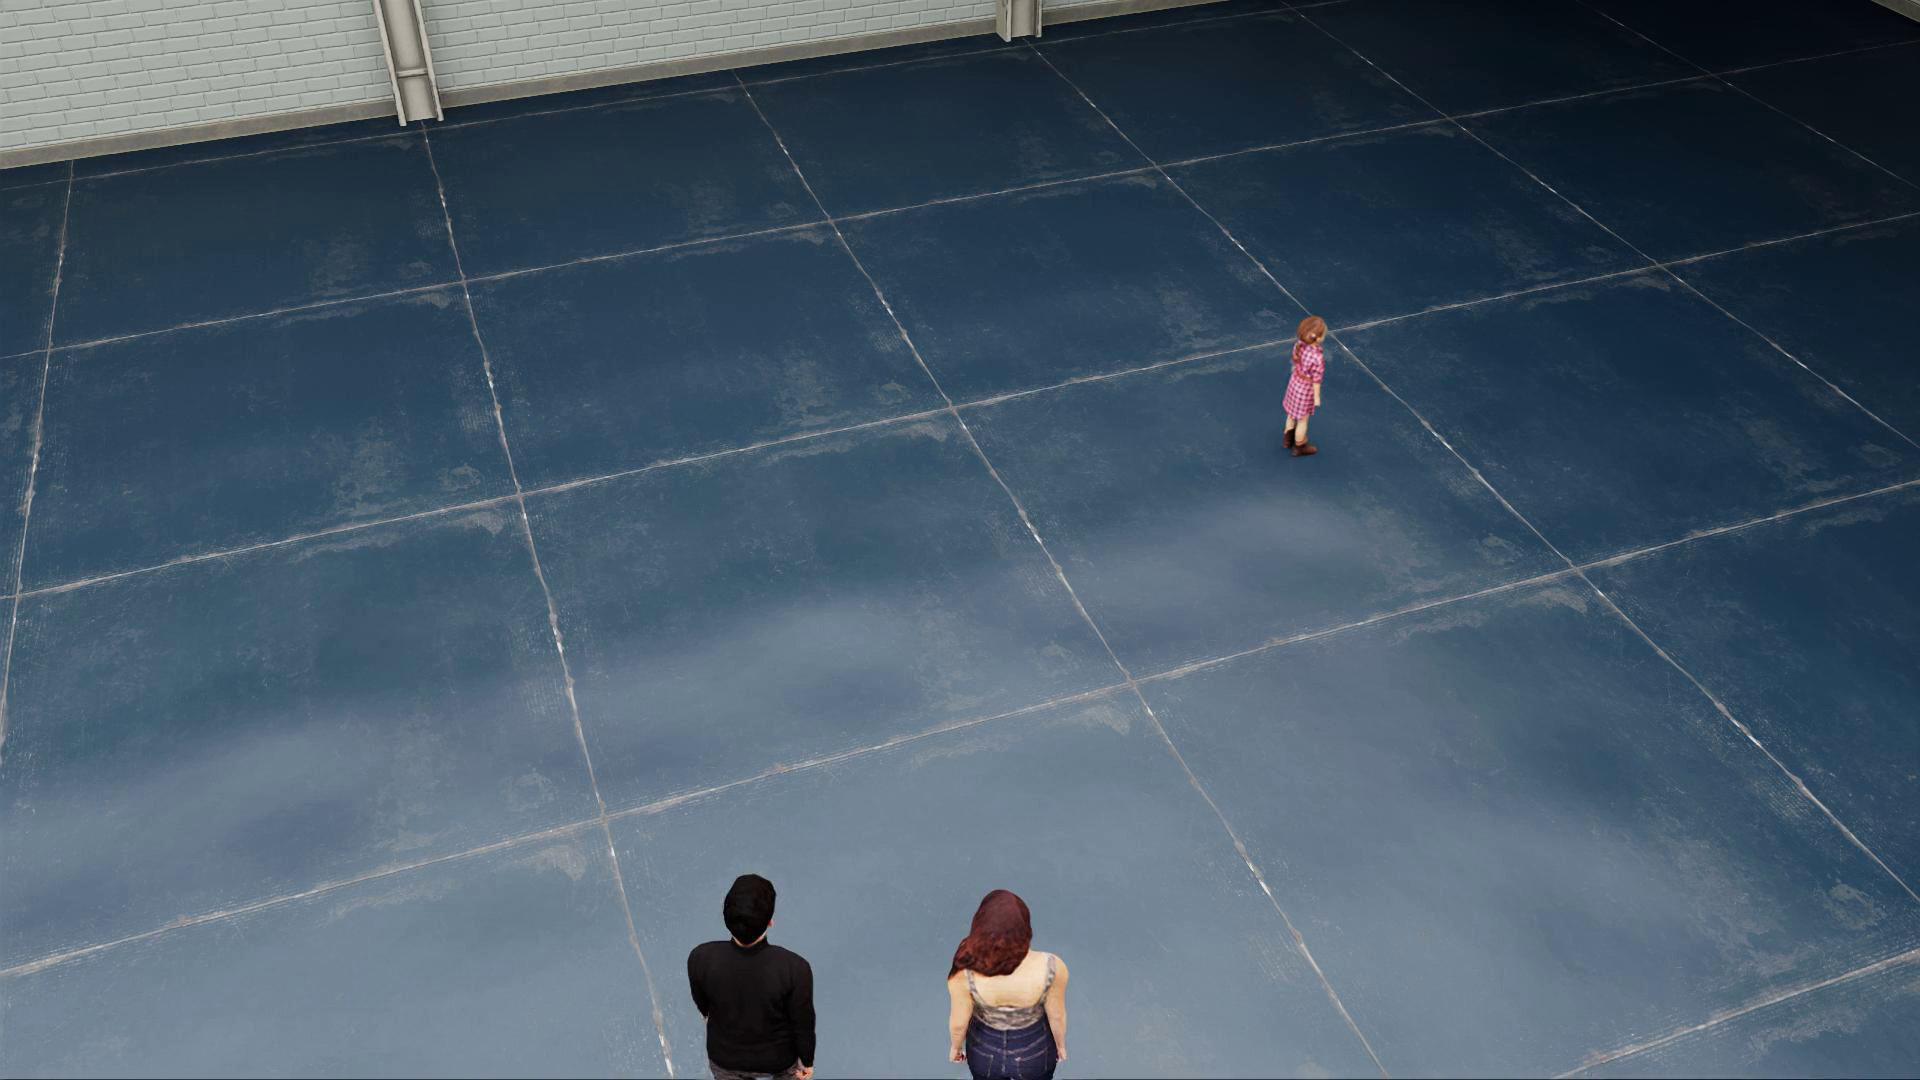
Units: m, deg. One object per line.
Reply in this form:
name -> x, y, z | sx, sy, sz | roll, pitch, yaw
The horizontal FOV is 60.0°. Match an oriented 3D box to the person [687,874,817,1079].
person -> -0.827, 2.009, 6.516 | 1.096, 1.698, 0.941 | -1, 38, -1

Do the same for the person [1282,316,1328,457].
person -> 2.266, -1.020, 10.936 | 0.444, 1.022, 0.431 | -15, 41, -19

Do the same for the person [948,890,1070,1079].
person -> 0.208, 2.043, 6.421 | 0.805, 1.761, 0.799 | -3, 38, -4
